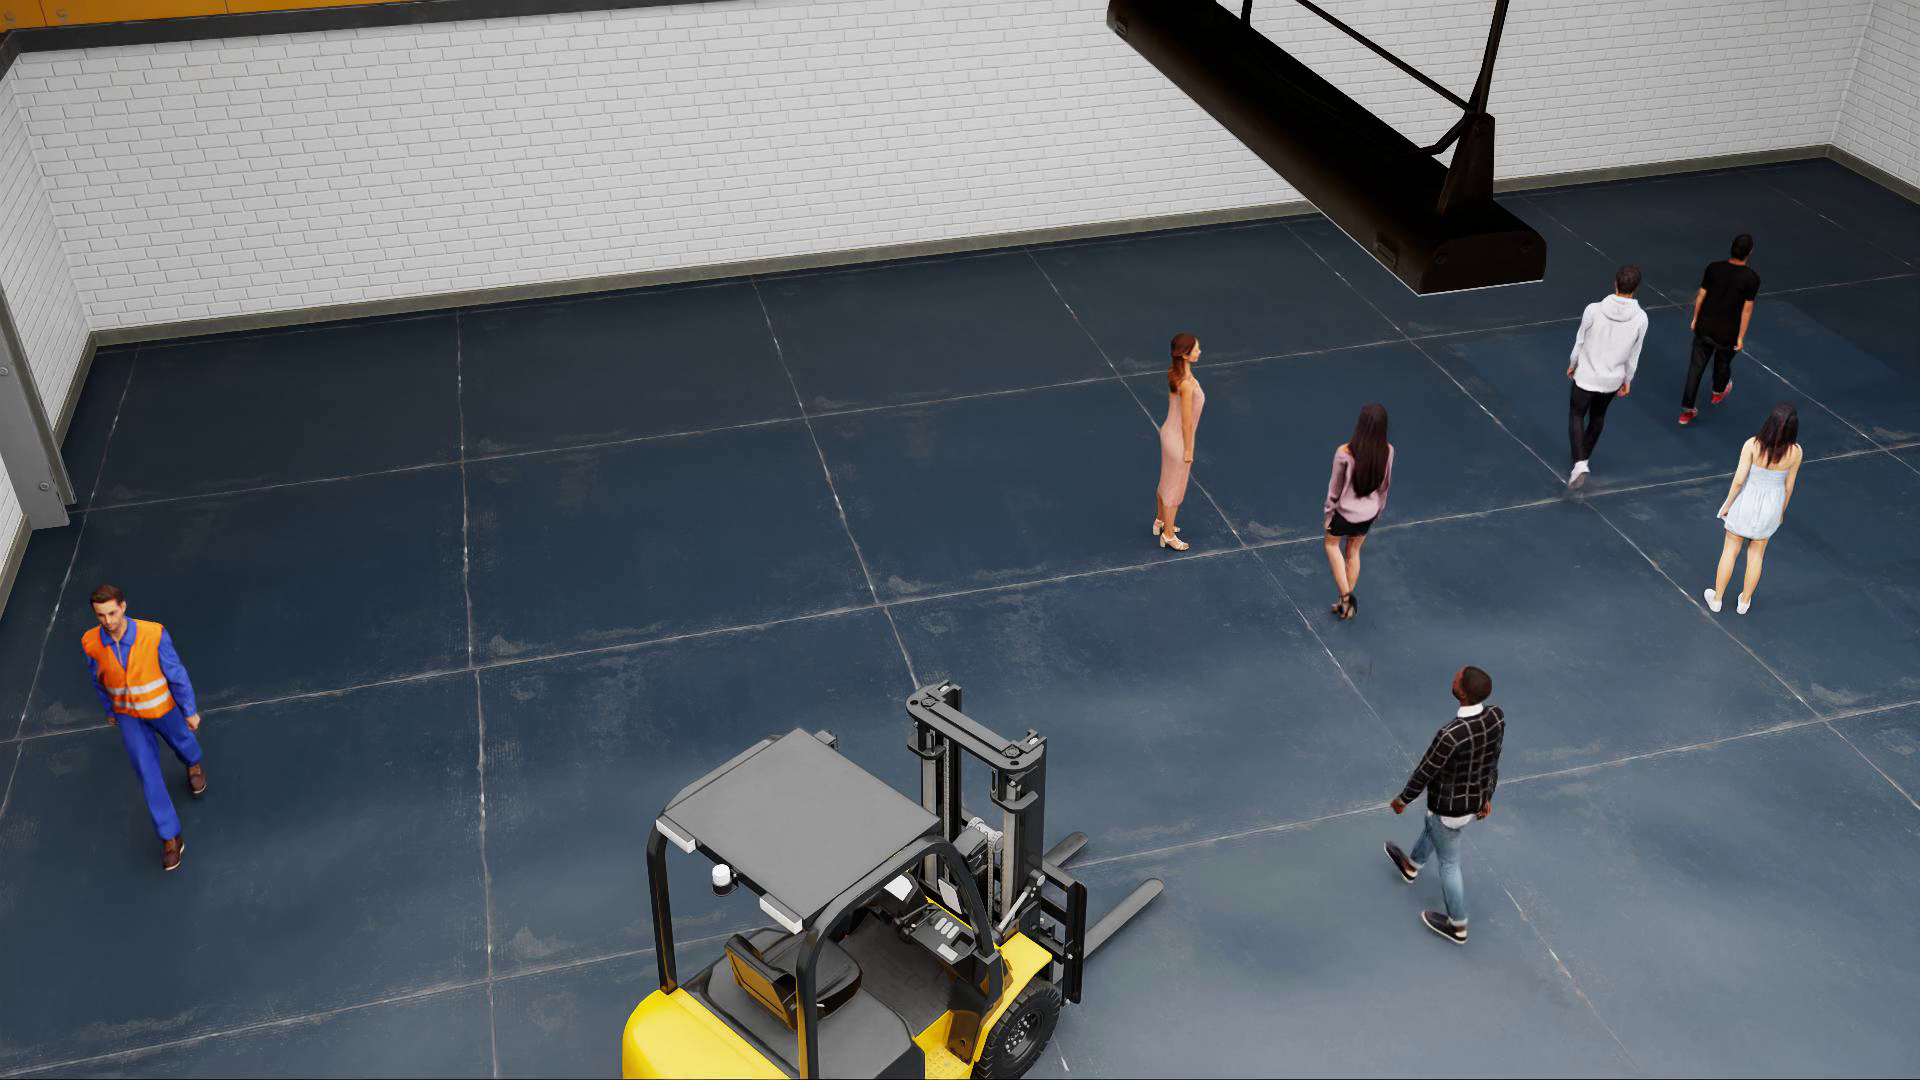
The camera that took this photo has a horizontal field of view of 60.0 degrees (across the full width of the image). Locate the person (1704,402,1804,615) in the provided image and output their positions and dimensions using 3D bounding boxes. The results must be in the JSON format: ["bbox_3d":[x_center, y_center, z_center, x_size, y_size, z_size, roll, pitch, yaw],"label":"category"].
[{"bbox_3d":[5.792,-0.232,12.116,0.670,1.730,0.678,8,34,11],"label":"person"}]

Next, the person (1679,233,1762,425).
[{"bbox_3d":[6.564,-1.795,14.468,1.075,1.730,1.071,24,40,31],"label":"person"}]

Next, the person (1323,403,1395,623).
[{"bbox_3d":[2.846,-0.124,11.890,0.677,1.800,0.738,-5,34,-7],"label":"person"}]

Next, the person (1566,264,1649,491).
[{"bbox_3d":[5.220,-1.297,13.560,0.984,1.905,1.209,7,34,10],"label":"person"}]

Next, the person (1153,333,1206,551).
[{"bbox_3d":[1.675,-0.768,12.830,0.683,1.832,0.487,-4,34,-6],"label":"person"}]

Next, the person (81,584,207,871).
[{"bbox_3d":[-4.947,0.994,10.193,0.748,1.816,1.261,-10,35,-15],"label":"person"}]

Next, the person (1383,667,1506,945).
[{"bbox_3d":[2.864,1.546,9.390,0.898,1.786,1.123,-22,39,-29],"label":"person"}]
